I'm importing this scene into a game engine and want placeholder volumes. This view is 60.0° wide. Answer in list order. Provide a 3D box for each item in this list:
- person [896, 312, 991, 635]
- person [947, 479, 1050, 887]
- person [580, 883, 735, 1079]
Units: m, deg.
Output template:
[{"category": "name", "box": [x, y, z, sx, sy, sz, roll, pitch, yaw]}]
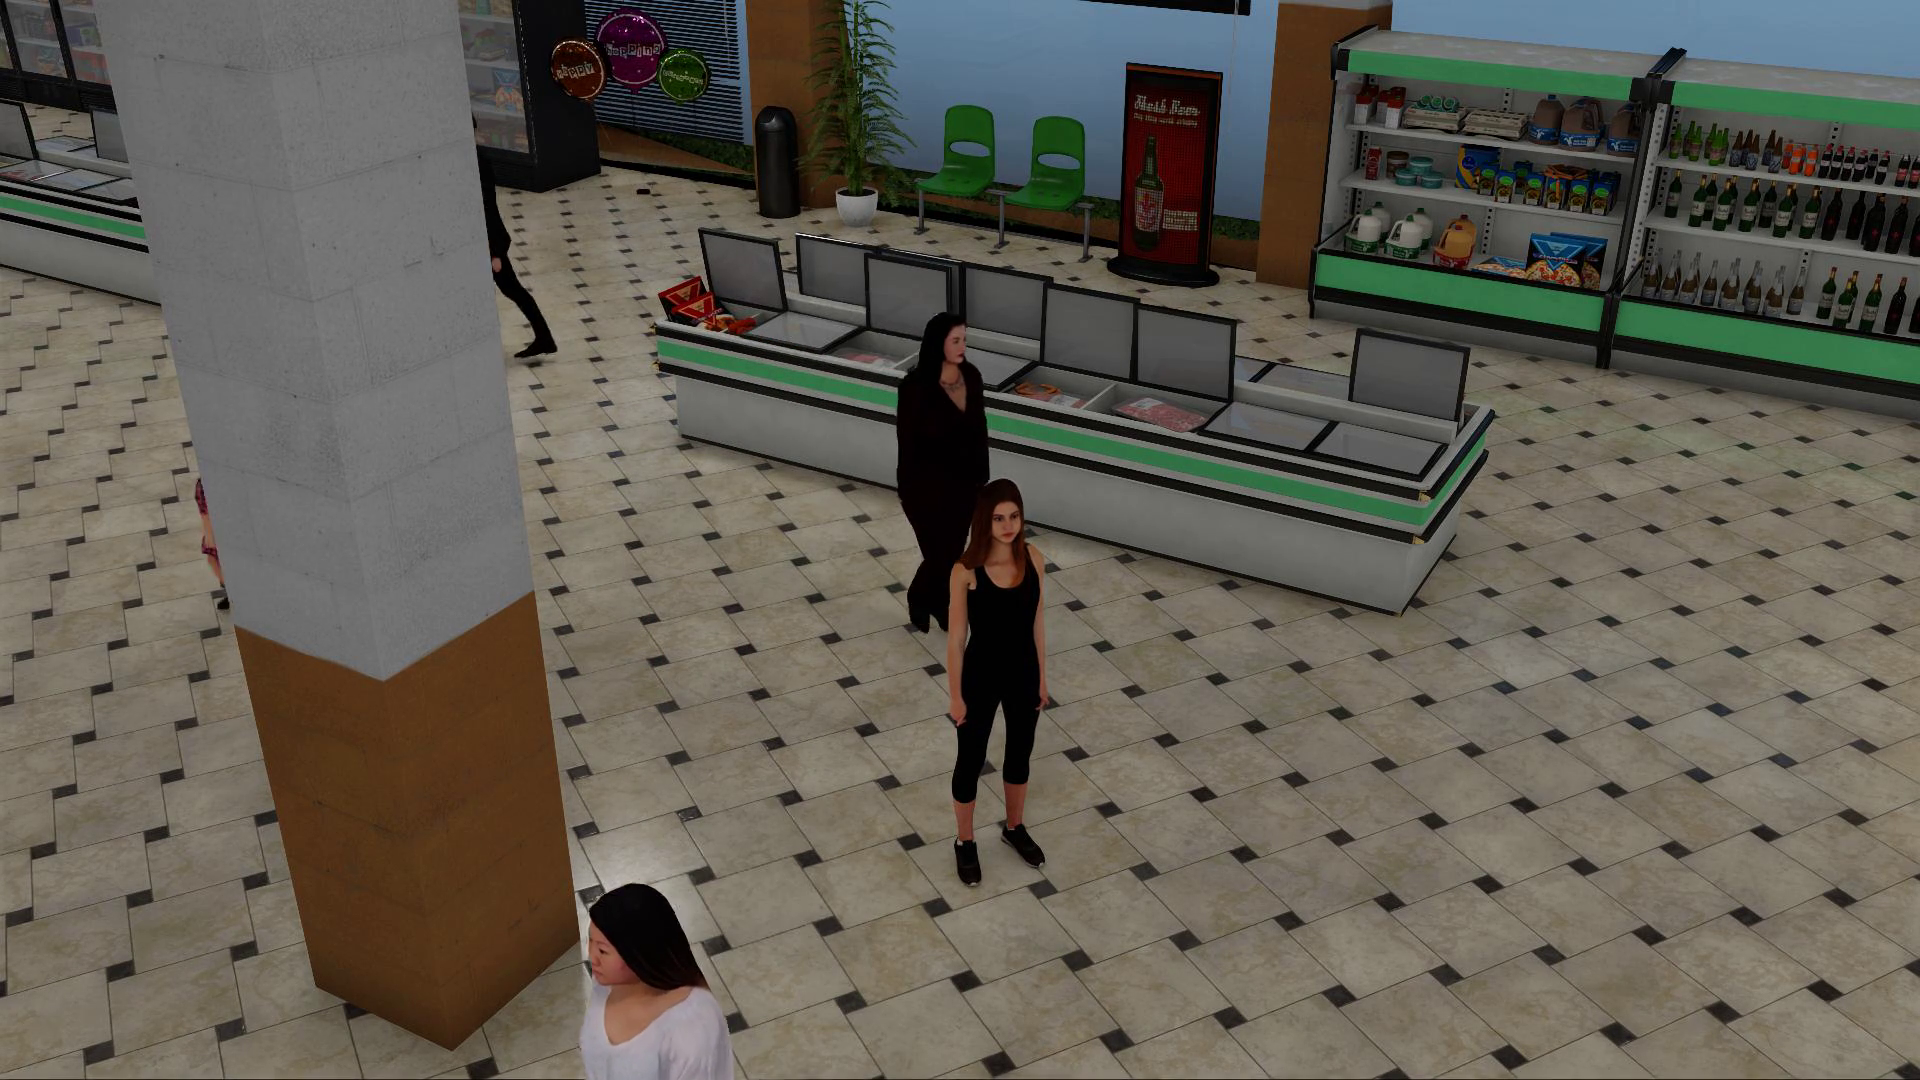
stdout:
[{"category": "person", "box": [-0.163, -0.303, 8.234, 0.749, 1.741, 0.738, -24, 36, -39]}, {"category": "person", "box": [0.151, 0.550, 6.568, 0.651, 1.726, 0.684, -11, 29, -21]}, {"category": "person", "box": [-0.718, 1.602, 4.565, 0.898, 1.661, 0.955, -23, 35, -37]}]
